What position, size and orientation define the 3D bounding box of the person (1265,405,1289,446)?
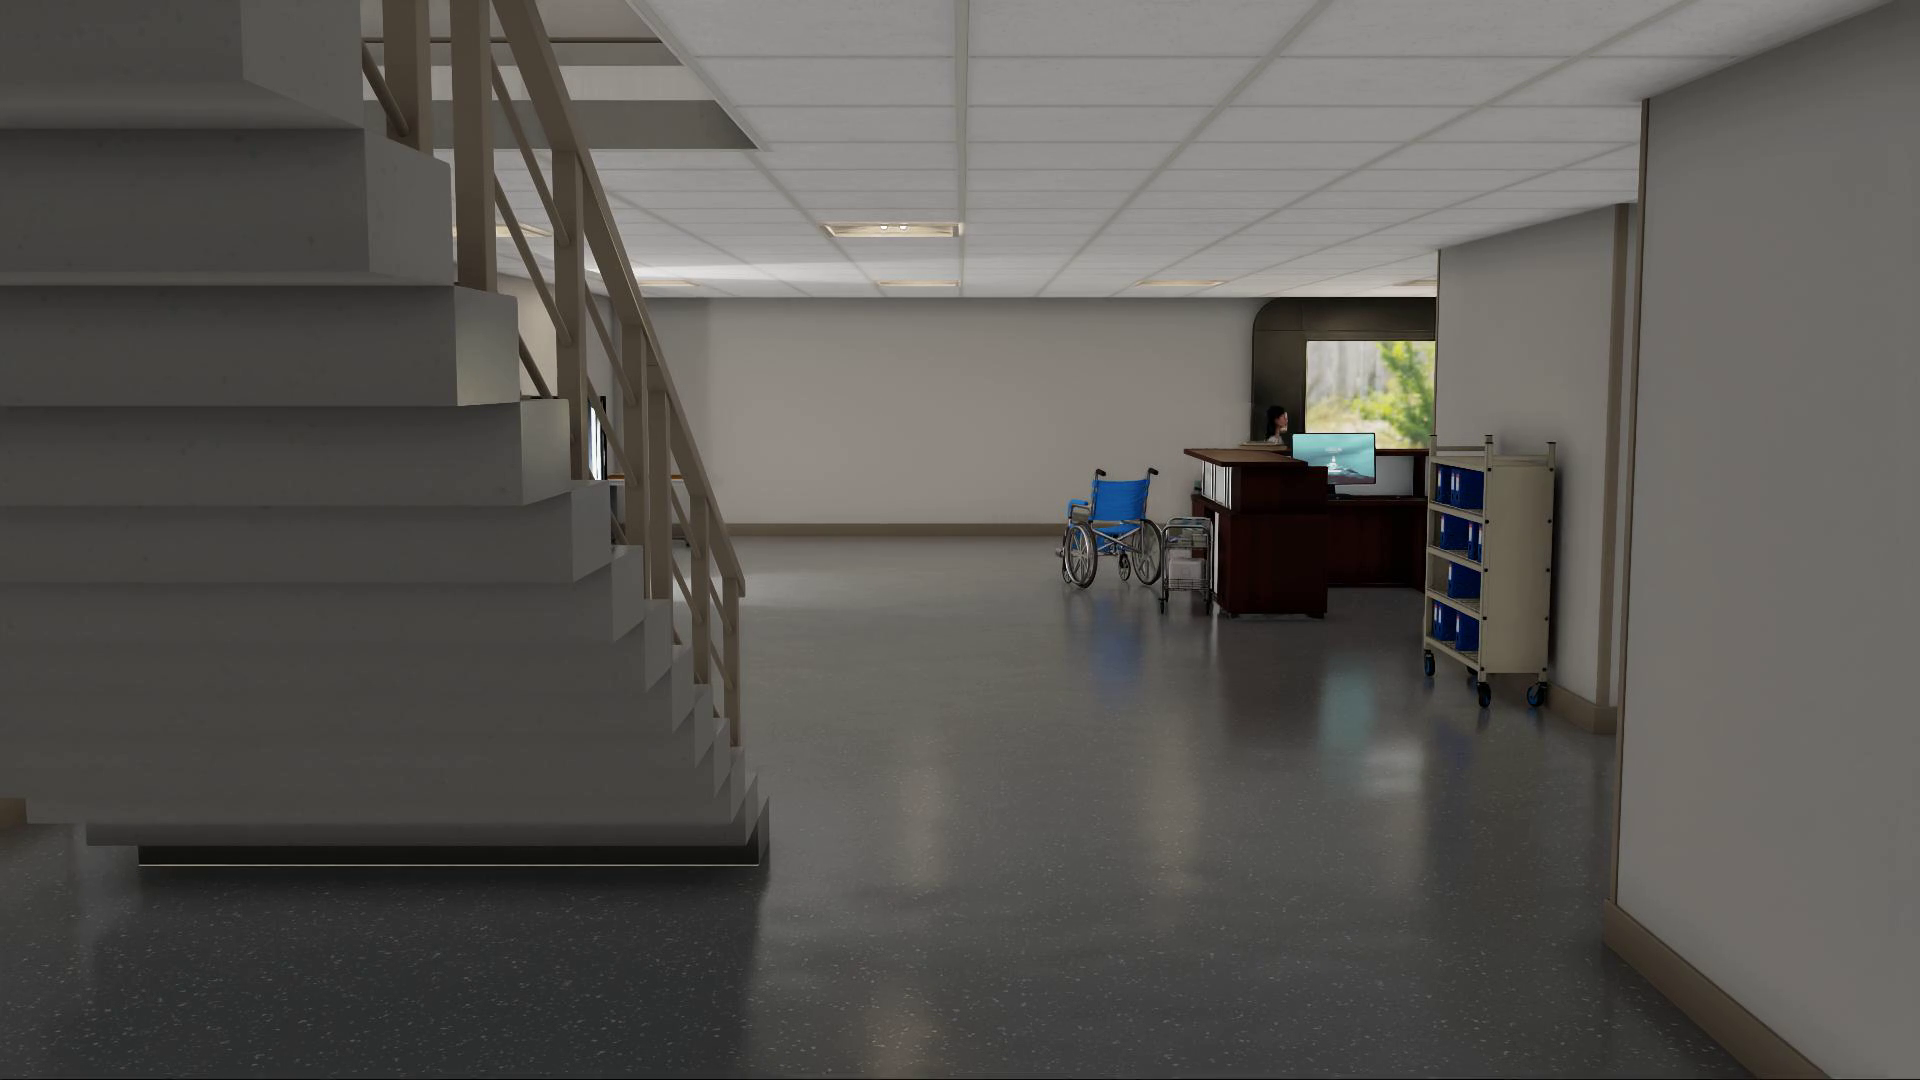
[{"bbox_3d":[3.075,-0.478,16.859,0.747,1.681,1.150,1,6,7],"label":"person"}]
